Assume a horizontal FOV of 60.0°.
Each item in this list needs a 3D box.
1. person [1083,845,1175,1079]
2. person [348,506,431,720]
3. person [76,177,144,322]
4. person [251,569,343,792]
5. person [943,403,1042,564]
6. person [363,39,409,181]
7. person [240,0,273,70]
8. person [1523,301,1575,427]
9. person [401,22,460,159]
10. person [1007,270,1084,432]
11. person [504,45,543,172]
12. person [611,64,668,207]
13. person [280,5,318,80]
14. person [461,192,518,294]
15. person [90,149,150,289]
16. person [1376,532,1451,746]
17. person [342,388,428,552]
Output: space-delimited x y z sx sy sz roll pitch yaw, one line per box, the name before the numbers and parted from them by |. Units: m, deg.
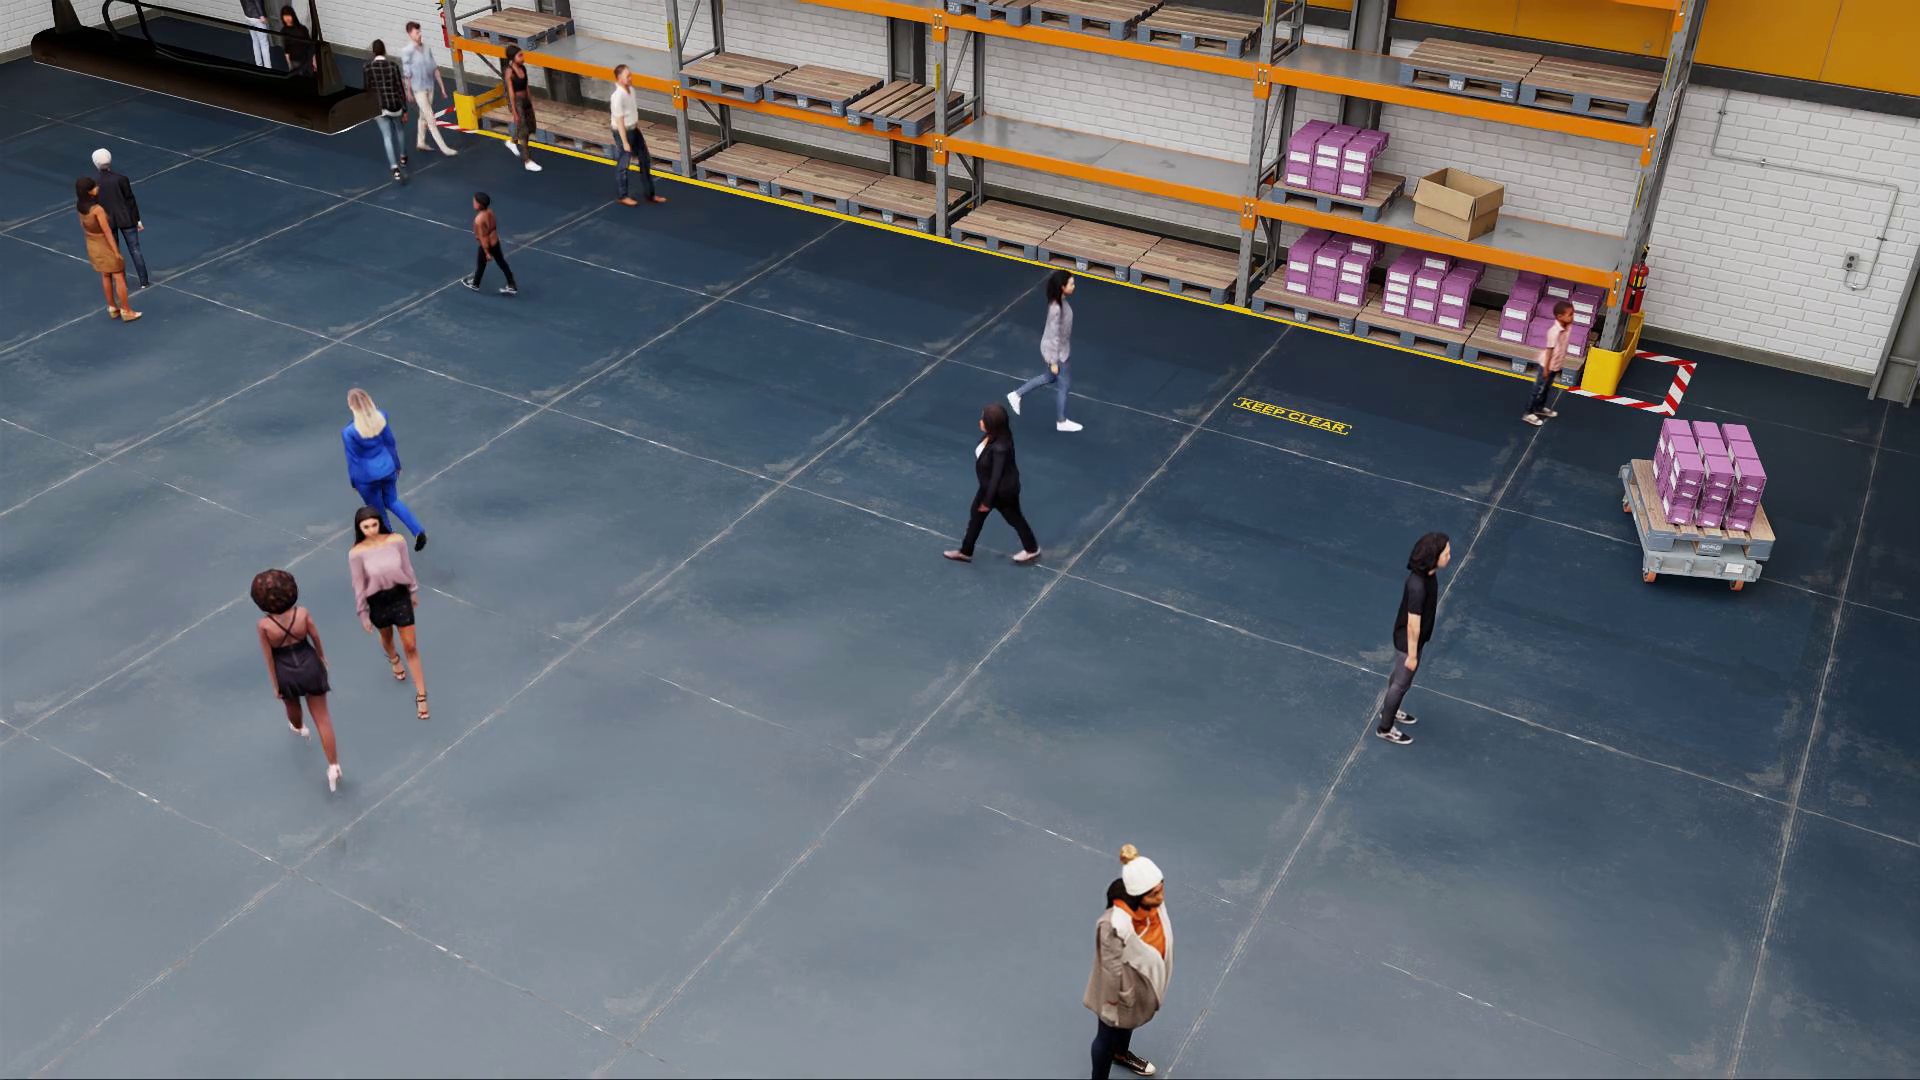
person | 0.962 2.502 9.627 0.669 1.888 0.688 20 39 28
person | -4.417 0.485 12.781 1.005 1.755 1.203 -18 38 -25
person | -9.497 -3.222 18.421 0.431 1.686 0.650 15 37 22
person | -4.719 1.045 11.954 0.922 1.738 1.178 -19 38 -27
person | 0.417 -0.444 14.341 1.169 1.576 1.100 -7 34 -11
person | -7.569 -5.645 21.984 1.143 1.777 1.250 -10 35 -15
person | -10.802 -8.011 25.491 0.553 1.836 0.756 26 41 33
person | 5.889 -1.780 16.597 0.555 1.304 0.546 -27 42 -34
person | -7.401 -6.158 22.718 1.080 1.819 0.645 18 38 25
person | 0.851 -1.850 16.335 1.103 1.710 0.891 3 34 5
person | -5.969 -5.804 22.303 0.848 1.689 0.616 15 36 21
person | -4.331 -5.166 21.212 0.939 1.833 0.740 13 36 19
person | -9.508 -6.920 24.043 0.884 1.620 0.965 -10 35 -15
person | -5.340 -3.376 19.077 0.957 1.215 0.679 9 35 13
person | -9.770 -3.646 19.201 0.839 1.781 0.804 -9 35 -14
person | 3.358 0.699 12.392 0.576 1.828 0.662 12 35 17
person | -4.973 -0.517 14.349 0.767 1.688 0.621 21 39 28
